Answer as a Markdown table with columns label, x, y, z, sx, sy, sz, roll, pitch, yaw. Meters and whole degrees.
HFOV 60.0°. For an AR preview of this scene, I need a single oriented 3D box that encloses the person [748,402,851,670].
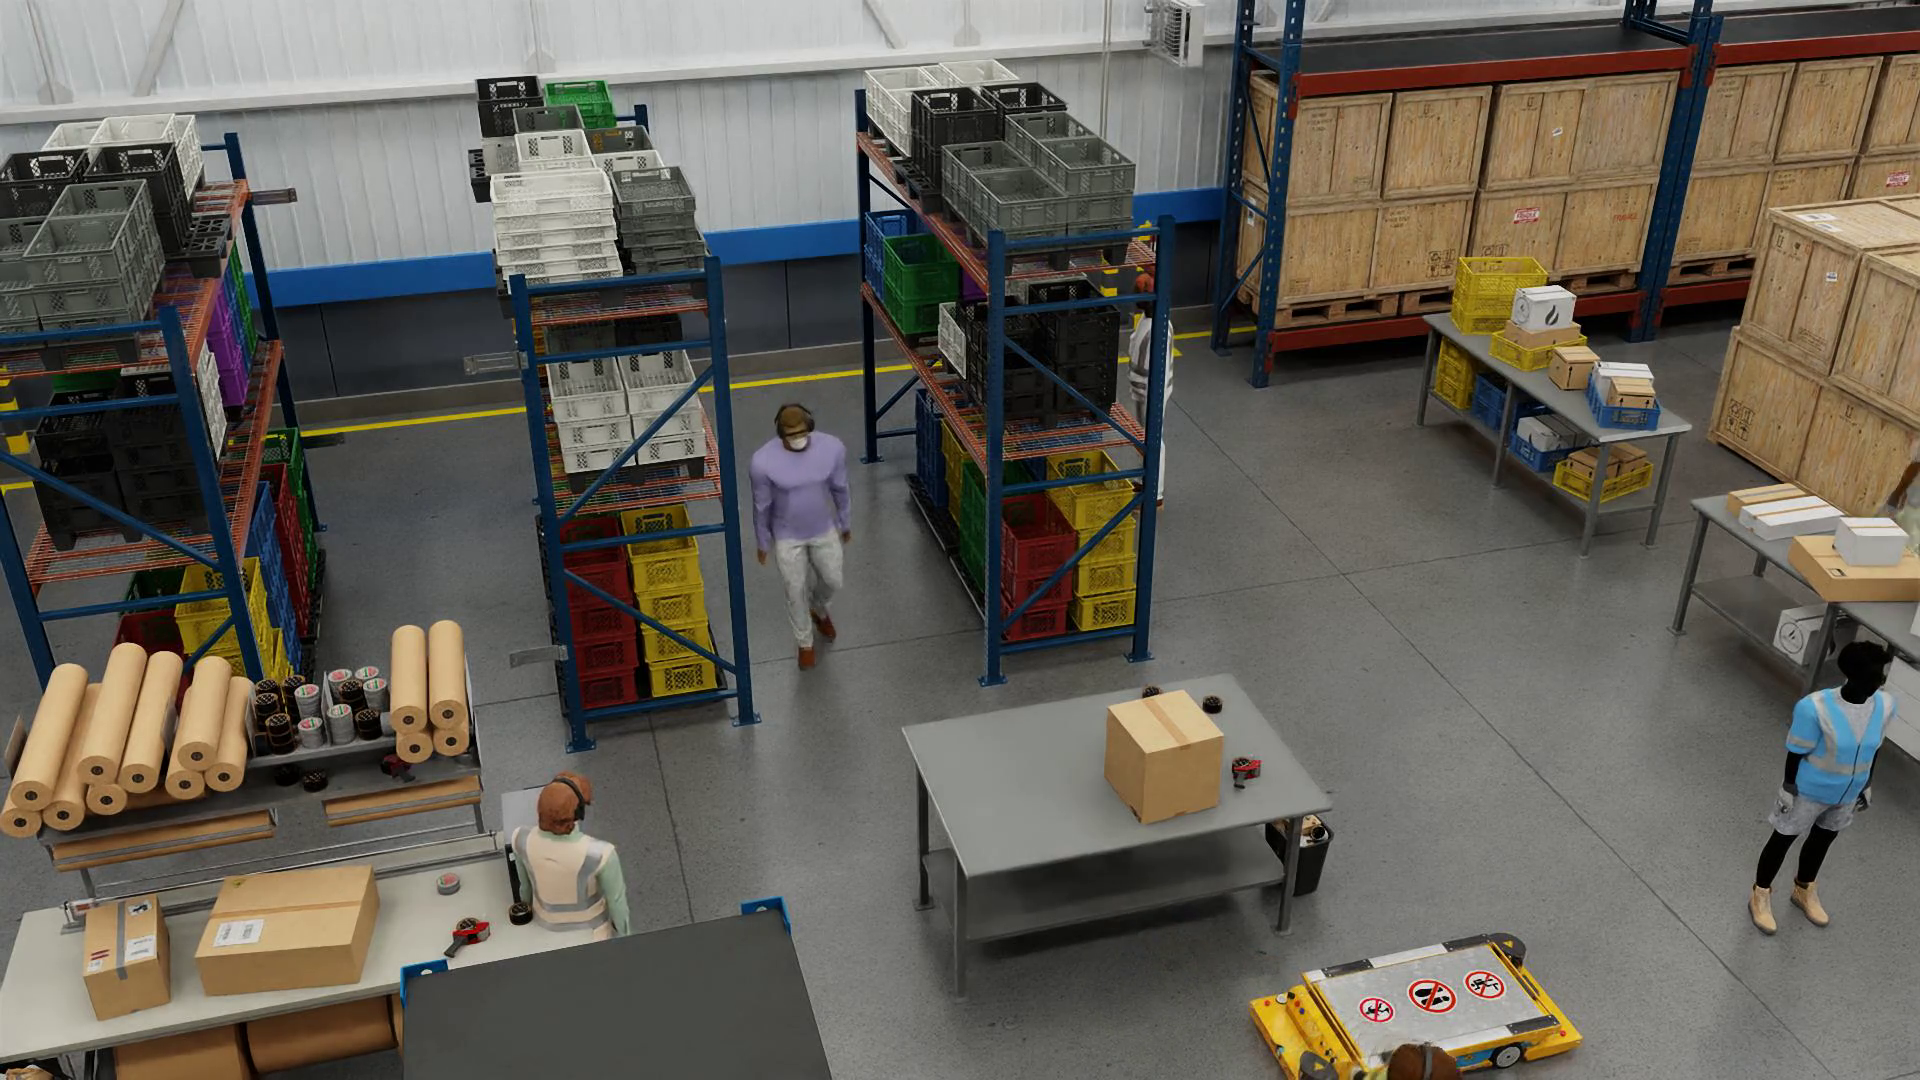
| label | x | y | z | sx | sy | sz | roll | pitch | yaw |
| --- | --- | --- | --- | --- | --- | --- | --- | --- | --- |
| person | -1.016 | -0.064 | 10.565 | 0.657 | 1.908 | 0.580 | -11 | 31 | -18 |

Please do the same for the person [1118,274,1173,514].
| label | x | y | z | sx | sy | sz | roll | pitch | yaw |
| --- | --- | --- | --- | --- | --- | --- | --- | --- | --- |
| person | 1.416 | -1.104 | 12.476 | 0.342 | 1.885 | 0.579 | -1 | 29 | -3 |

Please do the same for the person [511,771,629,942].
| label | x | y | z | sx | sy | sz | roll | pitch | yaw |
| --- | --- | --- | --- | --- | --- | --- | --- | --- | --- |
| person | -1.740 | 1.763 | 7.523 | 0.526 | 1.630 | 0.317 | 6 | 29 | 11 |

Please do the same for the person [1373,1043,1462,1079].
| label | x | y | z | sx | sy | sz | roll | pitch | yaw |
| --- | --- | --- | --- | --- | --- | --- | --- | --- | --- |
| person | 1.449 | 2.485 | 6.015 | 0.734 | 1.823 | 0.644 | 16 | 33 | 27 |

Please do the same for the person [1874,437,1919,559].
| label | x | y | z | sx | sy | sz | roll | pitch | yaw |
| --- | --- | --- | --- | --- | --- | --- | --- | --- | --- |
| person | 6.327 | -0.276 | 11.017 | 0.512 | 1.849 | 0.495 | -19 | 34 | -31 |

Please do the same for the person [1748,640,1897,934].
| label | x | y | z | sx | sy | sz | roll | pitch | yaw |
| --- | --- | --- | --- | --- | --- | --- | --- | --- | --- |
| person | 4.368 | 1.243 | 8.398 | 0.535 | 1.700 | 0.318 | -5 | 29 | -8 |

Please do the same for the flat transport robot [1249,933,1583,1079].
| label | x | y | z | sx | sy | sz | roll | pitch | yaw |
| --- | --- | --- | --- | --- | --- | --- | --- | --- | --- |
| flat transport robot | 2.184 | 2.282 | 7.980 | 1.431 | 0.197 | 0.652 | -8 | 30 | -14 |
